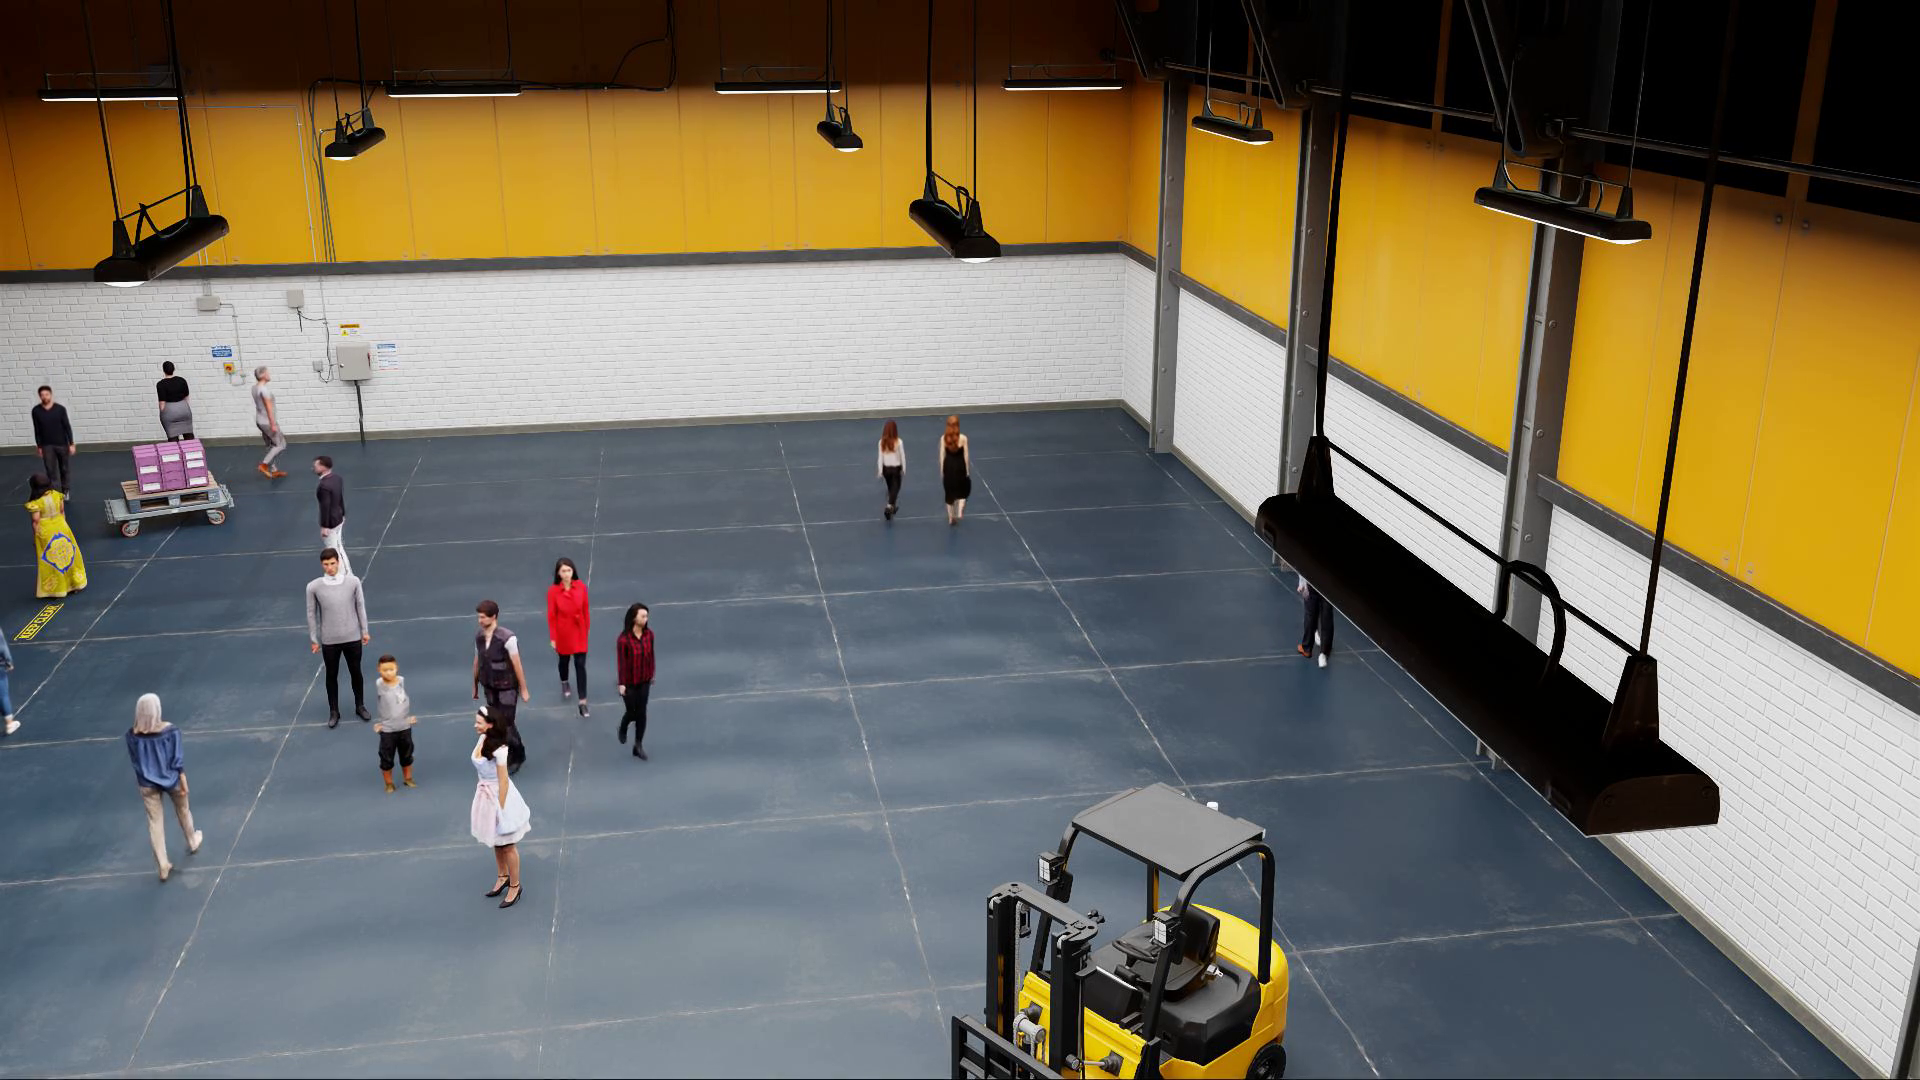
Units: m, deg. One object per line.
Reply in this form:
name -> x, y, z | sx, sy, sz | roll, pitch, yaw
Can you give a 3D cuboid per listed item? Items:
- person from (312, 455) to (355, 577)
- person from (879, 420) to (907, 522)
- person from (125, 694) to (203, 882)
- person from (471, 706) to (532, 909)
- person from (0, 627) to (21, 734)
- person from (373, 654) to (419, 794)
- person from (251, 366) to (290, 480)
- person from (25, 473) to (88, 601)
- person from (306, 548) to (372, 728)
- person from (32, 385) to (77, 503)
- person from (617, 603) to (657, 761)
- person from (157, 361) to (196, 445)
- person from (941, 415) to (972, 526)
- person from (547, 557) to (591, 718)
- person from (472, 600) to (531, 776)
person -> -8.049, -0.225, 21.370 | 0.831, 1.835, 0.602 | 4, 19, 12
person -> -0.996, -1.000, 24.250 | 0.805, 1.465, 1.011 | 5, 19, 15
person -> -6.987, 2.172, 14.502 | 0.634, 1.676, 0.917 | -4, 19, -11
person -> -3.920, 2.239, 14.078 | 0.897, 1.819, 0.820 | -14, 23, -36
person -> -10.136, 1.323, 17.336 | 0.588, 1.476, 0.517 | -4, 19, -13
person -> -5.500, 1.734, 16.146 | 0.647, 1.455, 0.622 | -12, 22, -32
person -> -10.951, -1.813, 26.106 | 0.953, 1.822, 0.887 | -16, 25, -40
person -> -11.574, -0.067, 21.174 | 1.062, 1.660, 0.964 | 9, 20, 24
person -> -6.557, 1.001, 17.593 | 0.813, 1.922, 0.726 | -9, 21, -24
person -> -13.542, -1.408, 24.899 | 0.910, 1.823, 1.250 | -9, 21, -26
person -> -3.329, 1.409, 16.825 | 0.787, 1.639, 0.857 | -16, 24, -39
person -> -12.642, -2.026, 26.835 | 0.819, 1.760, 0.775 | 15, 24, 38
person -> -0.094, -0.989, 23.986 | 0.696, 1.613, 0.746 | 4, 19, 11
person -> -4.231, 1.007, 17.922 | 0.828, 1.700, 1.159 | -9, 20, -24
person -> -4.480, 1.426, 16.474 | 0.840, 1.830, 0.872 | 9, 21, 26
